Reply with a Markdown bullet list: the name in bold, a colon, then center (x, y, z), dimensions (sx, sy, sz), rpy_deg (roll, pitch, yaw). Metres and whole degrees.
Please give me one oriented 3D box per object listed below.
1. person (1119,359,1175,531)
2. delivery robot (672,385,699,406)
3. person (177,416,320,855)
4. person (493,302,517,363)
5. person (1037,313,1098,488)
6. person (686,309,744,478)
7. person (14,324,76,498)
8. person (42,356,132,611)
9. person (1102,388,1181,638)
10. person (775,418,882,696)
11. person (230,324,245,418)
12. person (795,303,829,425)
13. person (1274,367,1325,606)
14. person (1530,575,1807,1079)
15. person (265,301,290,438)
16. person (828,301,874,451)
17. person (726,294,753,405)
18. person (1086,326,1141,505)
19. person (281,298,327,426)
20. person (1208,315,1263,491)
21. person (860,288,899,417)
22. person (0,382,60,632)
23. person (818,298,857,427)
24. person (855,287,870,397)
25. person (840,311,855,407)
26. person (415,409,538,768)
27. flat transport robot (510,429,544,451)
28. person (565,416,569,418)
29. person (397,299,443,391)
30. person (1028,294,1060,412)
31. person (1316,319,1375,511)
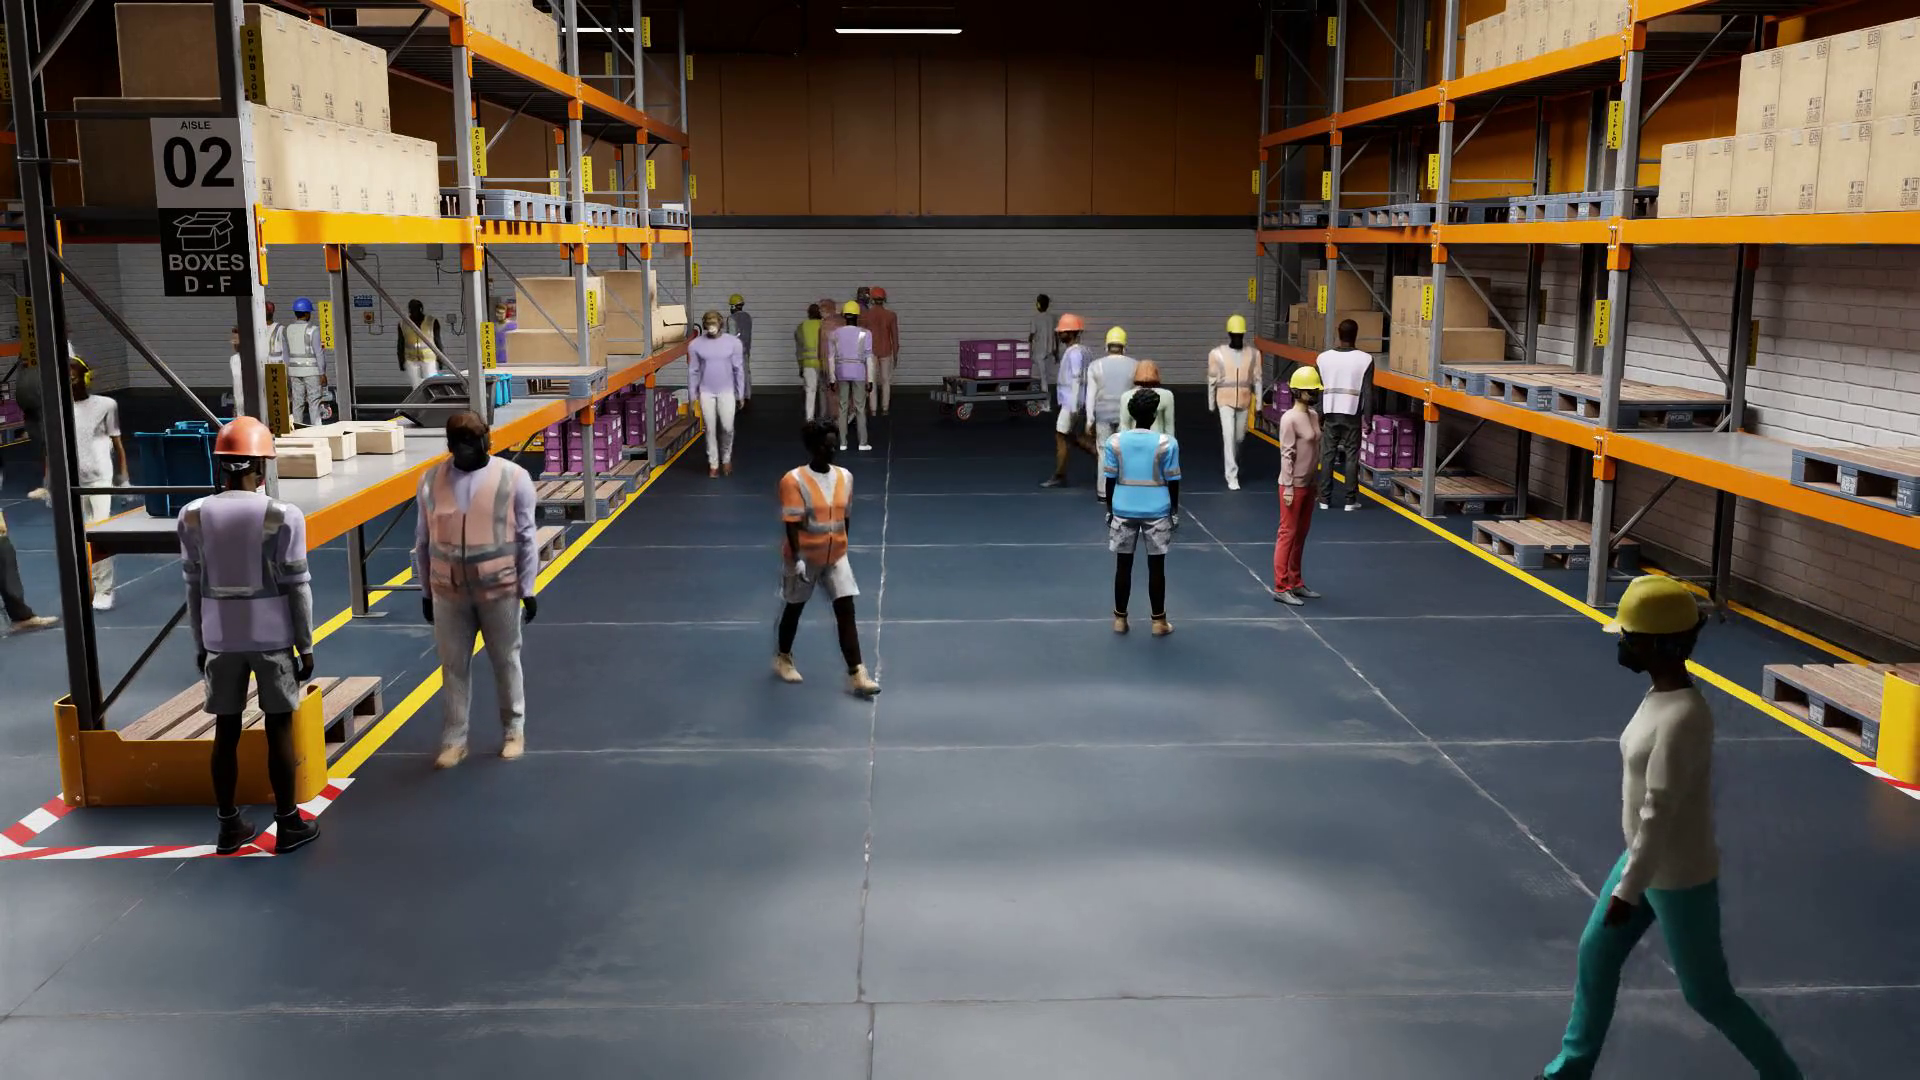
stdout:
- **person**: center (1.703, -0.847, 15.229), dimensions (0.509, 1.618, 0.605), rpy_deg (2, 10, 12)
- **delivery robot**: center (-4.106, -2.065, 24.730), dimensions (0.477, 0.478, 0.707), rpy_deg (6, 12, 30)
- **person**: center (-3.101, 0.424, 7.305), dimensions (0.541, 1.929, 0.380), rpy_deg (-1, 10, -4)
- **person**: center (-6.519, -2.490, 23.817), dimensions (0.605, 1.827, 0.441), rpy_deg (6, 12, 32)
- **person**: center (1.276, -1.503, 18.075), dimensions (0.793, 1.919, 0.545), rpy_deg (0, 10, 2)
- **person**: center (-2.775, -1.647, 18.852), dimensions (0.650, 1.918, 0.452), rpy_deg (0, 10, -2)
- **person**: center (-9.607, -1.448, 17.414), dimensions (0.693, 2.000, 0.539), rpy_deg (5, 11, 24)
- **person**: center (-6.379, -0.394, 12.057), dimensions (0.566, 1.849, 0.691), rpy_deg (-1, 10, -3)
- **person**: center (1.238, -0.184, 11.322), dimensions (0.540, 1.697, 0.317), rpy_deg (4, 11, 19)
- **person**: center (-0.838, 0.098, 9.891), dimensions (0.537, 1.649, 0.886), rpy_deg (-7, 12, -35)
- **person**: center (-7.212, -1.273, 16.948), dimensions (0.545, 1.856, 0.477), rpy_deg (5, 11, 24)
- **person**: center (-2.066, -2.504, 24.006), dimensions (0.632, 1.804, 0.883), rpy_deg (0, 10, 0)
- **person**: center (2.539, -0.405, 12.368), dimensions (0.311, 1.768, 0.533), rpy_deg (7, 12, 34)
- **person**: center (2.148, 0.956, 4.910), dimensions (0.893, 1.724, 0.523), rpy_deg (2, 10, 12)
- **person**: center (-9.311, -2.286, 22.523), dimensions (0.575, 1.882, 0.359), rpy_deg (6, 12, 29)
- **person**: center (-1.395, -2.094, 21.330), dimensions (0.590, 1.926, 0.388), rpy_deg (2, 10, 9)
- **person**: center (-3.649, -3.131, 27.367), dimensions (0.403, 1.832, 0.594), rpy_deg (5, 11, 27)
- **person**: center (1.581, -1.257, 16.941), dimensions (0.600, 1.830, 0.404), rpy_deg (0, 10, 1)
- **person**: center (-8.557, -2.184, 21.768), dimensions (0.604, 1.949, 0.389), rpy_deg (3, 11, 16)
- **person**: center (3.011, -1.531, 18.289), dimensions (0.594, 1.900, 0.886), rpy_deg (-1, 10, -4)
- **person**: center (-1.261, -2.879, 25.676), dimensions (0.630, 1.978, 0.804), rpy_deg (-1, 10, -6)
- **person**: center (-6.661, -0.201, 11.162), dimensions (0.893, 1.813, 0.549), rpy_deg (-9, 13, -40)
- **person**: center (-1.780, -2.490, 23.651), dimensions (0.476, 1.888, 0.653), rpy_deg (3, 11, 17)
- **person**: center (-1.678, -3.431, 28.845), dimensions (0.400, 1.905, 0.643), rpy_deg (-3, 11, -15)
- **person**: center (-1.751, -2.779, 25.961), dimensions (0.502, 1.632, 0.279), rpy_deg (4, 11, 23)
- **person**: center (-2.482, 0.248, 8.535), dimensions (0.625, 1.846, 0.429), rpy_deg (0, 10, -2)
- **flat transport robot**: center (-5.434, -1.328, 21.675), dimensions (0.652, 0.197, 1.431), rpy_deg (-1, 10, -6)
- **person**: center (-5.830, -2.489, 23.492), dimensions (0.630, 1.933, 1.024), rpy_deg (7, 12, 34)
- **person**: center (-8.162, -2.729, 25.134), dimensions (0.658, 1.829, 0.434), rpy_deg (-1, 10, -8)
- **person**: center (1.254, -2.968, 26.421), dimensions (0.555, 1.842, 0.768), rpy_deg (-6, 12, -31)
- **person**: center (3.847, -1.248, 16.664), dimensions (0.591, 1.912, 0.383), rpy_deg (6, 12, 28)
